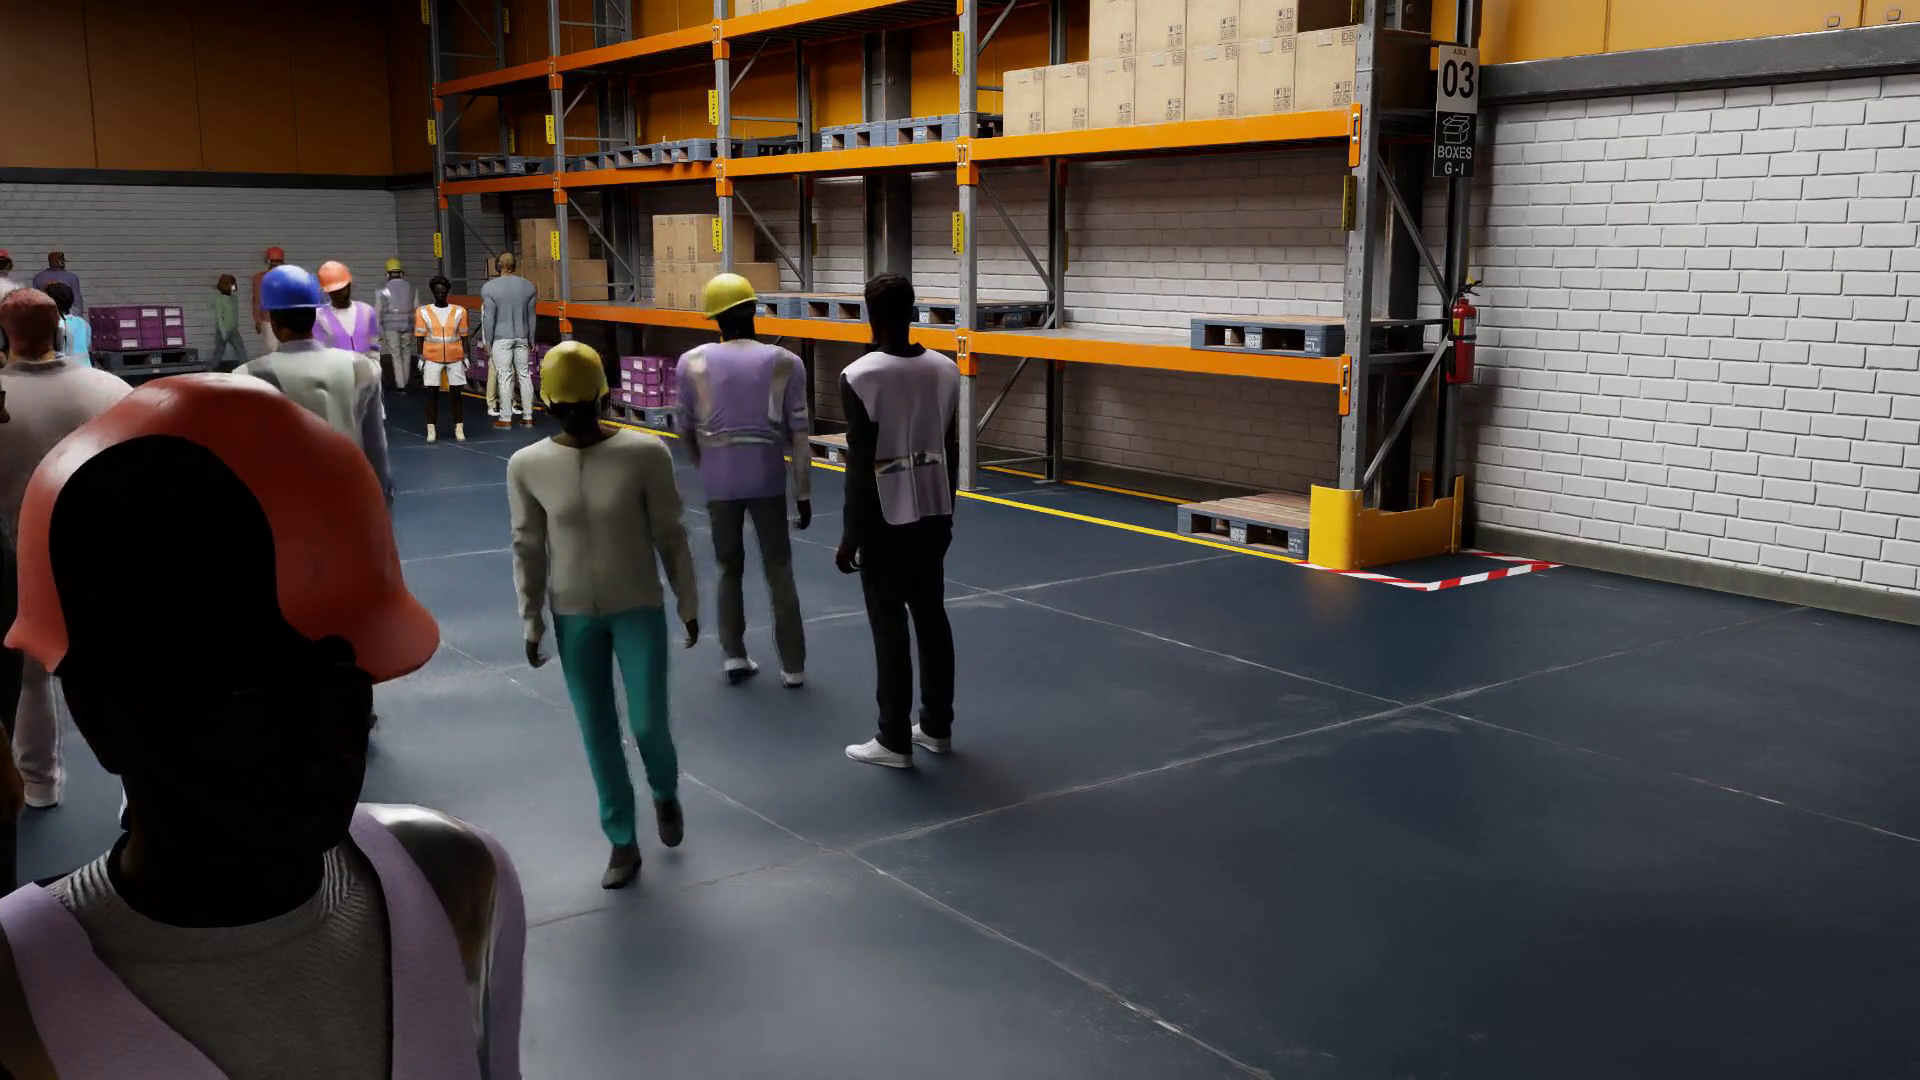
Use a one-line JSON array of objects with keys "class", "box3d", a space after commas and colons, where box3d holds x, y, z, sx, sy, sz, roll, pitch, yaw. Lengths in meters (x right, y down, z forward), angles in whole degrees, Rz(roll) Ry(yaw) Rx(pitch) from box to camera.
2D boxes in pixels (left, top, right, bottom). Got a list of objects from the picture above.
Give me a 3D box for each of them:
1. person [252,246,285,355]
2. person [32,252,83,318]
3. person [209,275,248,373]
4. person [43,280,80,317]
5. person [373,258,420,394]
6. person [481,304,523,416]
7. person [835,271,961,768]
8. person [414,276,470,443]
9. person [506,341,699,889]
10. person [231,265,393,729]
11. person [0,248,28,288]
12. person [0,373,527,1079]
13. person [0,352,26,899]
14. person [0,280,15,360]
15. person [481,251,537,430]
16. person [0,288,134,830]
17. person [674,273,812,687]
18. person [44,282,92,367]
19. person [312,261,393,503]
[{"class": "person", "box3d": [-9.331, -3.018, 22.752, 0.475, 1.980, 0.615, 9, 14, 43]}, {"class": "person", "box3d": [-12.950, -3.194, 23.973, 0.642, 1.902, 0.399, -1, 10, -5]}, {"class": "person", "box3d": [-10.129, -2.878, 23.070, 0.881, 1.585, 0.516, 2, 10, 12]}, {"class": "person", "box3d": [-9.558, -1.940, 17.697, 0.283, 1.633, 0.497, 3, 10, 15]}, {"class": "person", "box3d": [-7.641, -2.885, 22.481, 0.620, 1.809, 0.732, -7, 12, -35]}, {"class": "person", "box3d": [-5.391, -2.274, 19.607, 0.504, 1.628, 0.283, -9, 14, -42]}, {"class": "person", "box3d": [-0.226, -0.074, 6.452, 0.383, 1.916, 0.591, 9, 14, 42]}, {"class": "person", "box3d": [-5.261, -1.837, 16.937, 0.540, 1.696, 0.317, -4, 11, -21]}, {"class": "person", "box3d": [-1.114, 0.234, 5.226, 0.567, 1.727, 0.494, 0, 10, -1]}, {"class": "person", "box3d": [-2.563, -0.104, 6.551, 0.439, 1.935, 0.634, 9, 14, 43]}, {"class": "person", "box3d": [-10.655, -2.266, 18.598, 0.602, 1.983, 1.028, -1, 10, -7]}, {"class": "person", "box3d": [-0.493, 0.845, 1.246, 0.359, 1.938, 0.545, 6, 12, 30]}, {"class": "person", "box3d": [-2.246, 0.446, 3.757, 0.344, 1.841, 0.506, -10, 14, -43]}, {"class": "person", "box3d": [-9.831, -1.954, 17.094, 0.796, 1.893, 0.335, 4, 11, 23]}, {"class": "person", "box3d": [-4.912, -2.173, 18.147, 0.632, 1.940, 0.372, -9, 13, -41]}, {"class": "person", "box3d": [-3.101, 0.073, 5.743, 0.647, 1.880, 0.867, -9, 14, -42]}, {"class": "person", "box3d": [-0.987, -0.270, 7.633, 0.607, 1.885, 0.508, -2, 10, -8]}, {"class": "person", "box3d": [-7.534, -1.330, 14.100, 0.319, 1.697, 0.524, 0, 10, -1]}, {"class": "person", "box3d": [-4.676, -1.179, 12.716, 0.590, 1.886, 0.552, -9, 13, -40]}]
